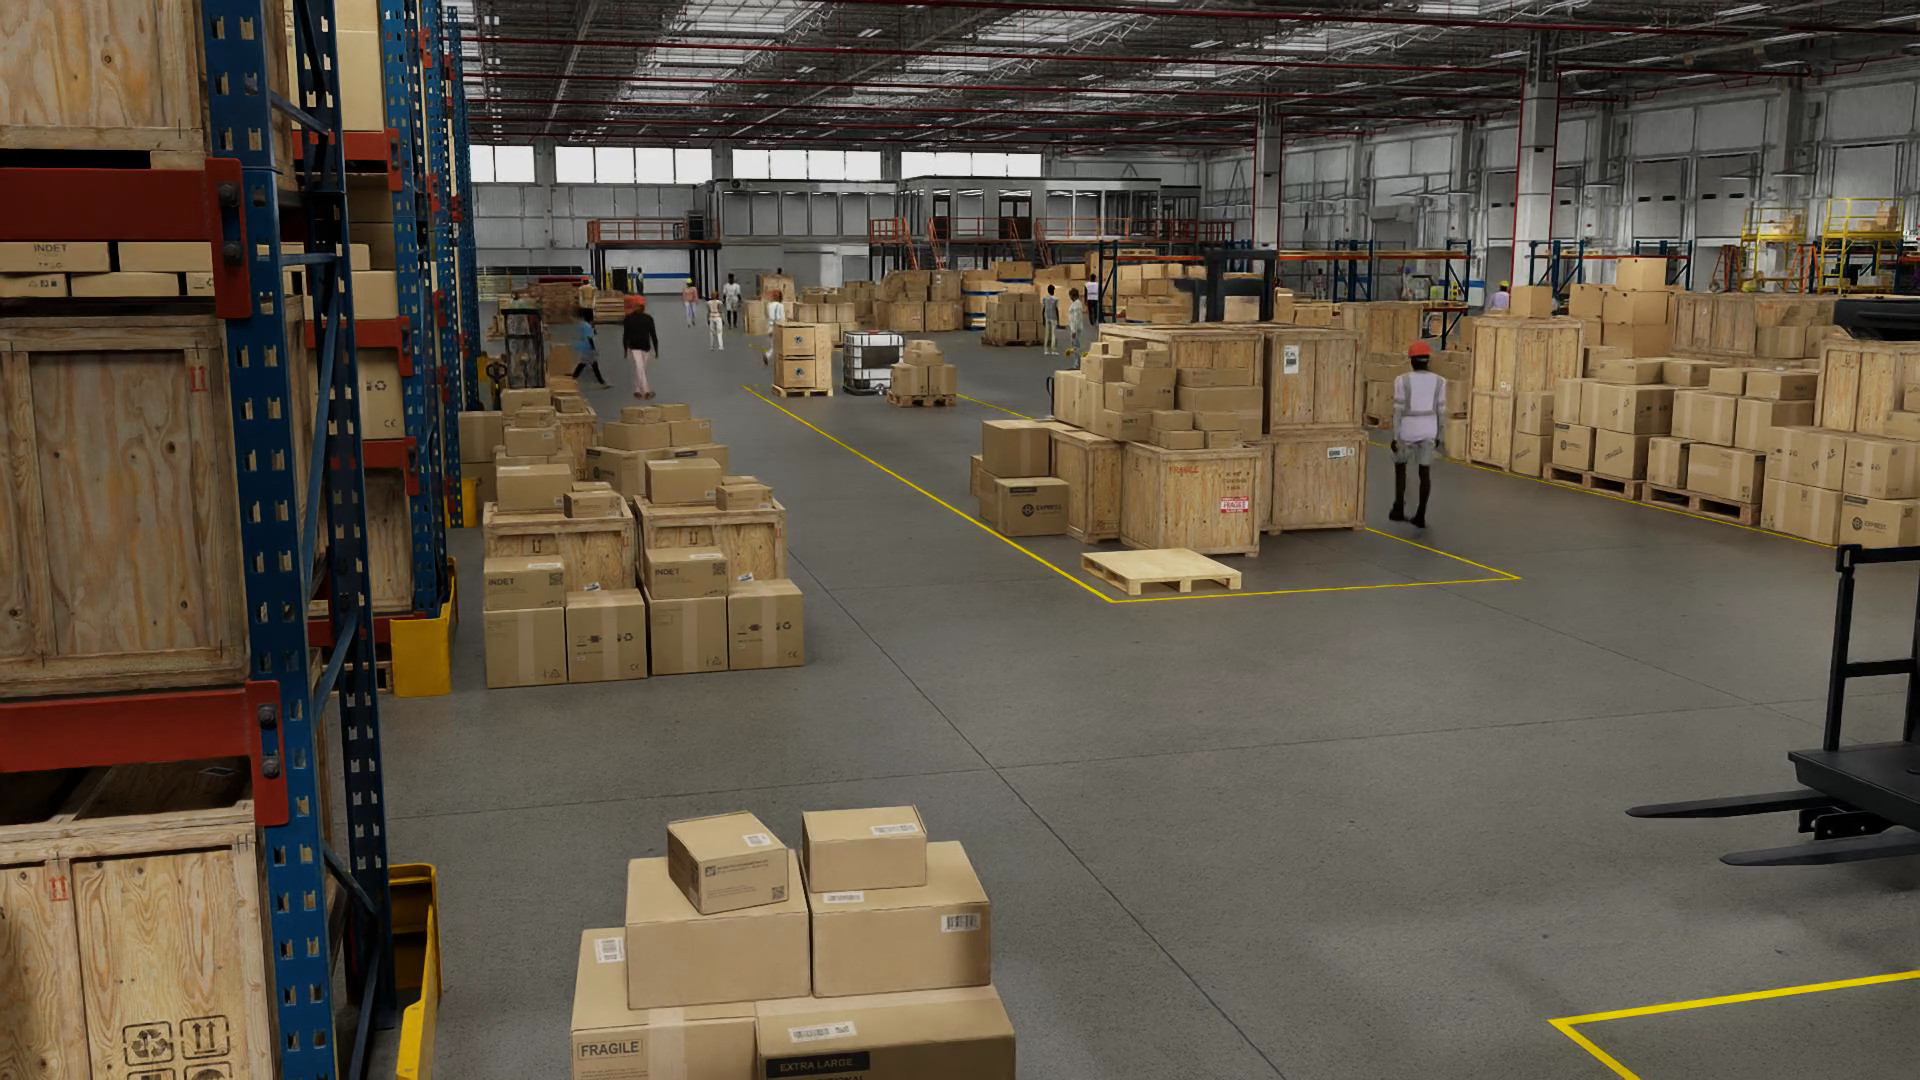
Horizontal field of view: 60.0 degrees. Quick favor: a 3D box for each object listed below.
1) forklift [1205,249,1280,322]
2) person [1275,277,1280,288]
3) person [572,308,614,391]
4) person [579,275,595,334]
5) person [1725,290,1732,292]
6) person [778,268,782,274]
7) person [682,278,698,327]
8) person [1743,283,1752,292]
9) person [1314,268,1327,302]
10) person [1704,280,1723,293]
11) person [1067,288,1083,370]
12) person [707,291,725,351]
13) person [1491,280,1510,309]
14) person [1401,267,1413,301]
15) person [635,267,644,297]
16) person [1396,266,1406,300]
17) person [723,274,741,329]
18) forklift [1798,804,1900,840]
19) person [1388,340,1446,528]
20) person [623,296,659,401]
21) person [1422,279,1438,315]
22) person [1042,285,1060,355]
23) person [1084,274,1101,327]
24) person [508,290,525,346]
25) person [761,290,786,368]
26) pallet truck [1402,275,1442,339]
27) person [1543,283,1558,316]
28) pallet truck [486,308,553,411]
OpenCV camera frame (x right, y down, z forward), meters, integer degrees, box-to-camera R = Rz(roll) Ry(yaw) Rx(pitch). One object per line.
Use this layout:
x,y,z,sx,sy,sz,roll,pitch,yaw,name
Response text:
3.725,-2.462,22.115,1.129,2.768,1.873,-3,10,-16,forklift
10.216,-7.560,53.837,0.328,1.874,0.521,2,10,14,person
-7.381,-3.772,33.013,0.889,1.645,0.538,-2,10,-12,person
-12.089,-7.599,53.883,0.547,1.934,0.375,-7,12,-34,person
20.892,-5.969,45.333,0.554,1.694,0.319,4,11,19,person
-8.076,-11.210,74.403,0.613,1.902,0.645,-1,10,-5,person
-9.631,-8.459,59.273,0.558,1.746,0.569,-2,10,-9,person
21.662,-6.144,45.866,0.932,1.868,0.604,-10,14,-43,person
17.204,-12.065,79.473,0.623,1.835,0.431,9,14,43,person
20.955,-6.249,46.262,0.631,1.933,0.415,4,11,23,person
2.613,-4.753,37.771,0.371,1.934,0.627,1,10,3,person
-6.743,-6.045,45.918,0.513,1.640,0.309,2,10,11,person
15.427,-6.447,47.449,0.540,1.905,0.604,-10,14,-43,person
20.281,-11.404,75.490,0.721,1.918,0.606,-7,12,-33,person
-15.750,-12.497,81.867,0.507,1.847,0.343,7,12,36,person
20.464,-11.770,77.387,0.588,1.969,0.645,-2,10,-11,person
-7.956,-8.314,58.015,0.619,1.914,1.044,-1,10,-5,person
5.108,0.113,7.535,1.873,2.768,1.129,-3,10,-15,forklift
4.695,-1.110,17.193,0.557,1.908,0.768,0,10,-1,person
-5.923,-3.573,31.056,0.642,1.937,1.008,-8,13,-40,person
15.622,-7.786,55.325,0.629,1.813,0.896,-3,11,-18,person
2.418,-5.827,44.070,0.510,1.860,0.333,6,12,32,person
4.767,-8.629,59.887,0.611,1.865,0.987,0,10,1,person
-12.820,-6.402,48.011,0.517,1.622,0.389,4,11,22,person
-4.330,-4.900,38.807,0.689,1.862,0.592,-7,12,-33,person
14.620,-7.324,52.145,0.823,1.965,1.885,8,13,40,pallet truck
14.116,-5.220,40.109,0.572,2.000,0.723,-8,13,-40,person
-6.242,-2.418,24.362,0.823,1.965,1.885,1,10,3,pallet truck
